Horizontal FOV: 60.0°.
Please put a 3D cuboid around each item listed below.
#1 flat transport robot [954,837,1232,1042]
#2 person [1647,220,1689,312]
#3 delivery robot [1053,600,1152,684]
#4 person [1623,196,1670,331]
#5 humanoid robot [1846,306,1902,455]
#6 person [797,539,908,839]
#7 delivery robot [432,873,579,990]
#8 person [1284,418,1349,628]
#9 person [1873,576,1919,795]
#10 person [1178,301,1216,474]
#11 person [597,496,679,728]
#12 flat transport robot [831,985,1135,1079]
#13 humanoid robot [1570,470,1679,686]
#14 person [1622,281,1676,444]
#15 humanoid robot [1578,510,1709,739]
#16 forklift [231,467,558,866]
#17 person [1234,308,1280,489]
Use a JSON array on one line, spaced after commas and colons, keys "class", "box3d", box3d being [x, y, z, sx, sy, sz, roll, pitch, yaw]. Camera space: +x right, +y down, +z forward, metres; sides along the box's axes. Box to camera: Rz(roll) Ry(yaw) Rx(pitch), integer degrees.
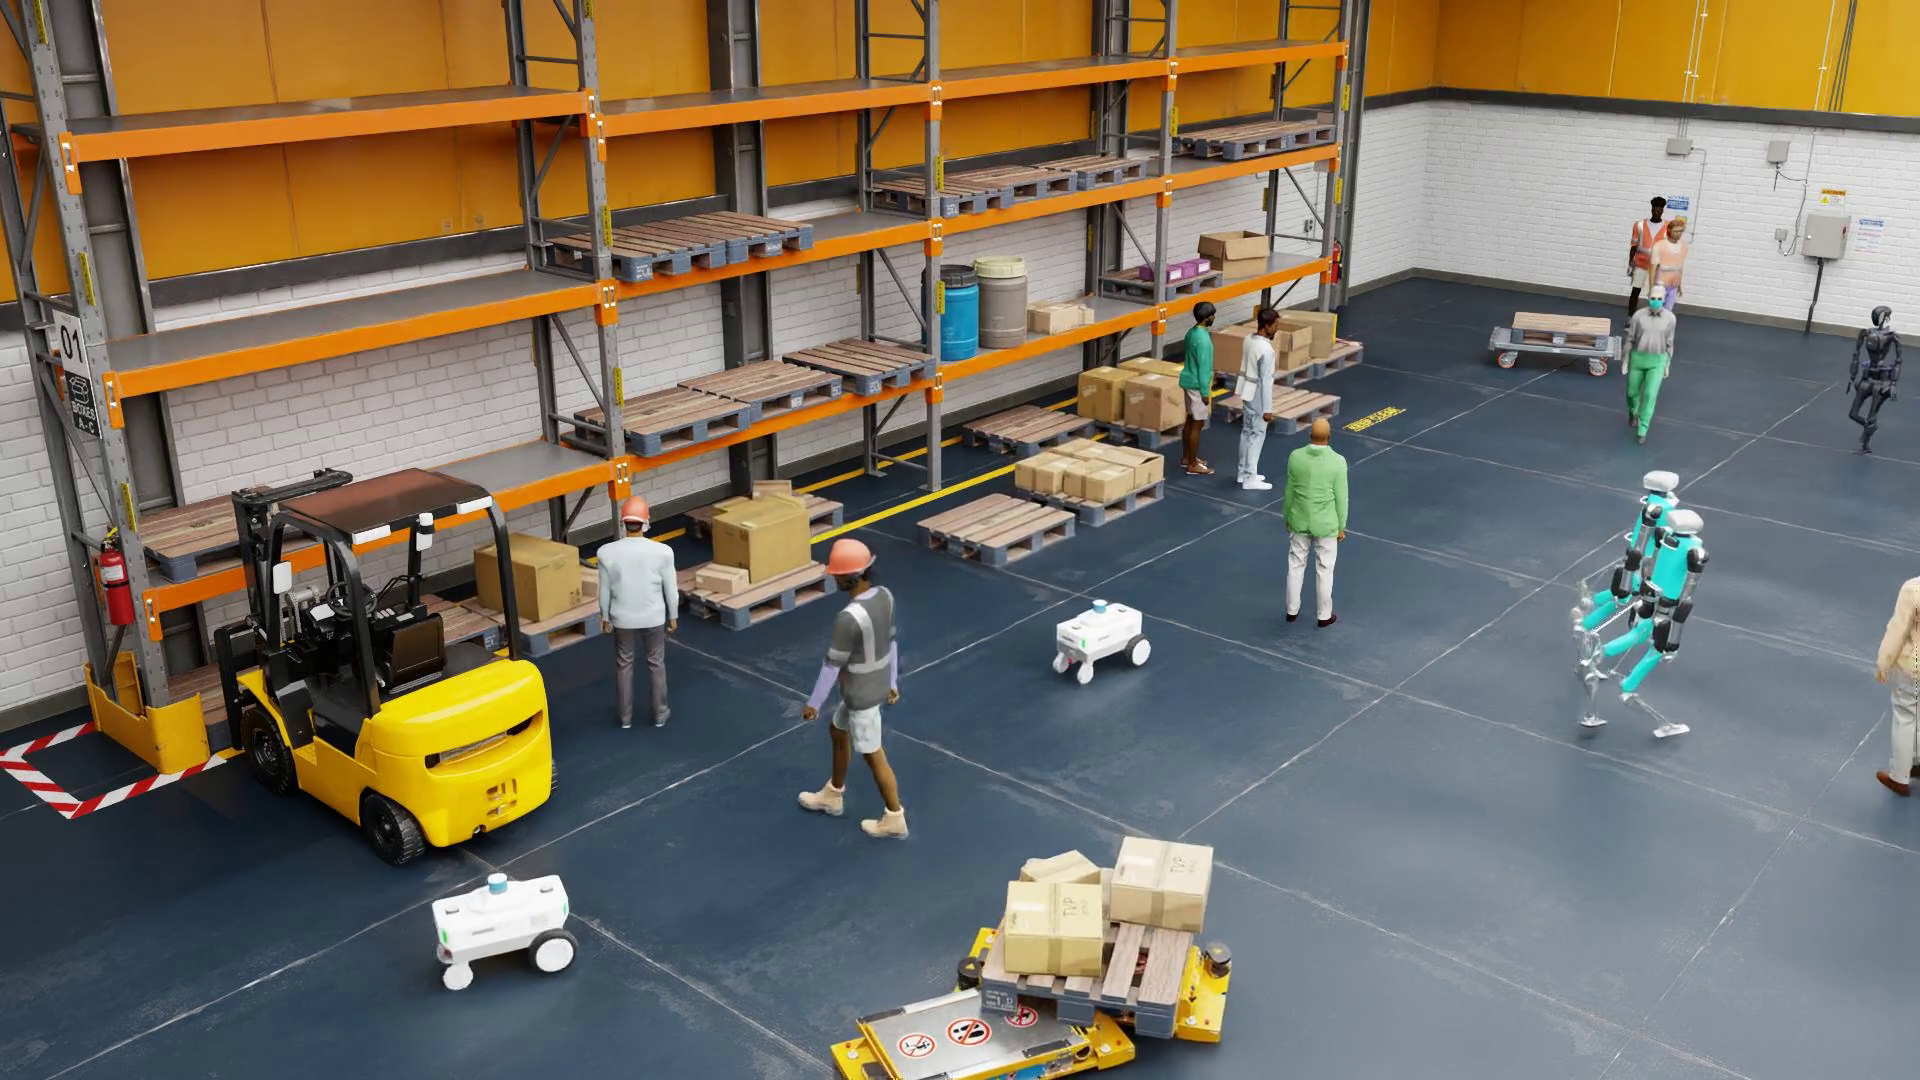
[{"class": "flat transport robot", "box3d": [0.736, 2.383, 9.095, 1.431, 0.231, 0.659, 5, 21, 13]}, {"class": "person", "box3d": [9.564, -3.437, 22.588, 0.568, 1.842, 0.372, -8, 22, -20]}, {"class": "delivery robot", "box3d": [1.098, 0.757, 13.067, 0.777, 0.581, 0.499, -17, 26, -39]}, {"class": "person", "box3d": [9.872, -3.942, 23.805, 0.600, 1.957, 0.381, 9, 22, 22]}, {"class": "humanoid robot", "box3d": [10.135, -1.767, 18.321, 0.479, 1.644, 0.615, -10, 22, -24]}, {"class": "person", "box3d": [-0.739, 0.940, 10.503, 0.940, 1.995, 0.605, 6, 21, 15]}, {"class": "delivery robot", "box3d": [-2.543, 2.157, 9.322, 0.817, 0.614, 0.499, -9, 22, -23]}, {"class": "person", "box3d": [2.937, -0.144, 13.755, 0.535, 1.785, 0.383, 10, 23, 26]}, {"class": "person", "box3d": [6.400, 0.809, 11.060, 0.594, 1.858, 0.476, -1, 20, -2]}, {"class": "person", "box3d": [2.514, -1.620, 17.676, 0.398, 1.843, 0.498, -3, 20, -8]}, {"class": "person", "box3d": [-2.313, 0.524, 12.004, 0.572, 1.740, 0.345, -3, 20, -8]}, {"class": "flat transport robot", "box3d": [0.116, 2.589, 8.535, 1.431, 0.231, 0.659, -9, 22, -22]}, {"class": "humanoid robot", "box3d": [4.952, 0.331, 12.686, 0.790, 1.862, 0.534, 14, 25, 34]}, {"class": "person", "box3d": [7.808, -2.059, 18.898, 0.532, 1.814, 0.785, 8, 22, 22]}, {"class": "humanoid robot", "box3d": [4.736, 0.648, 11.711, 0.956, 1.765, 0.552, -3, 20, -8]}, {"class": "forklift", "box3d": [-3.730, 0.710, 10.856, 2.313, 2.155, 1.214, 17, 26, 38]}, {"class": "person", "box3d": [3.058, -1.451, 17.125, 0.414, 1.906, 0.599, -4, 21, -11]}]
